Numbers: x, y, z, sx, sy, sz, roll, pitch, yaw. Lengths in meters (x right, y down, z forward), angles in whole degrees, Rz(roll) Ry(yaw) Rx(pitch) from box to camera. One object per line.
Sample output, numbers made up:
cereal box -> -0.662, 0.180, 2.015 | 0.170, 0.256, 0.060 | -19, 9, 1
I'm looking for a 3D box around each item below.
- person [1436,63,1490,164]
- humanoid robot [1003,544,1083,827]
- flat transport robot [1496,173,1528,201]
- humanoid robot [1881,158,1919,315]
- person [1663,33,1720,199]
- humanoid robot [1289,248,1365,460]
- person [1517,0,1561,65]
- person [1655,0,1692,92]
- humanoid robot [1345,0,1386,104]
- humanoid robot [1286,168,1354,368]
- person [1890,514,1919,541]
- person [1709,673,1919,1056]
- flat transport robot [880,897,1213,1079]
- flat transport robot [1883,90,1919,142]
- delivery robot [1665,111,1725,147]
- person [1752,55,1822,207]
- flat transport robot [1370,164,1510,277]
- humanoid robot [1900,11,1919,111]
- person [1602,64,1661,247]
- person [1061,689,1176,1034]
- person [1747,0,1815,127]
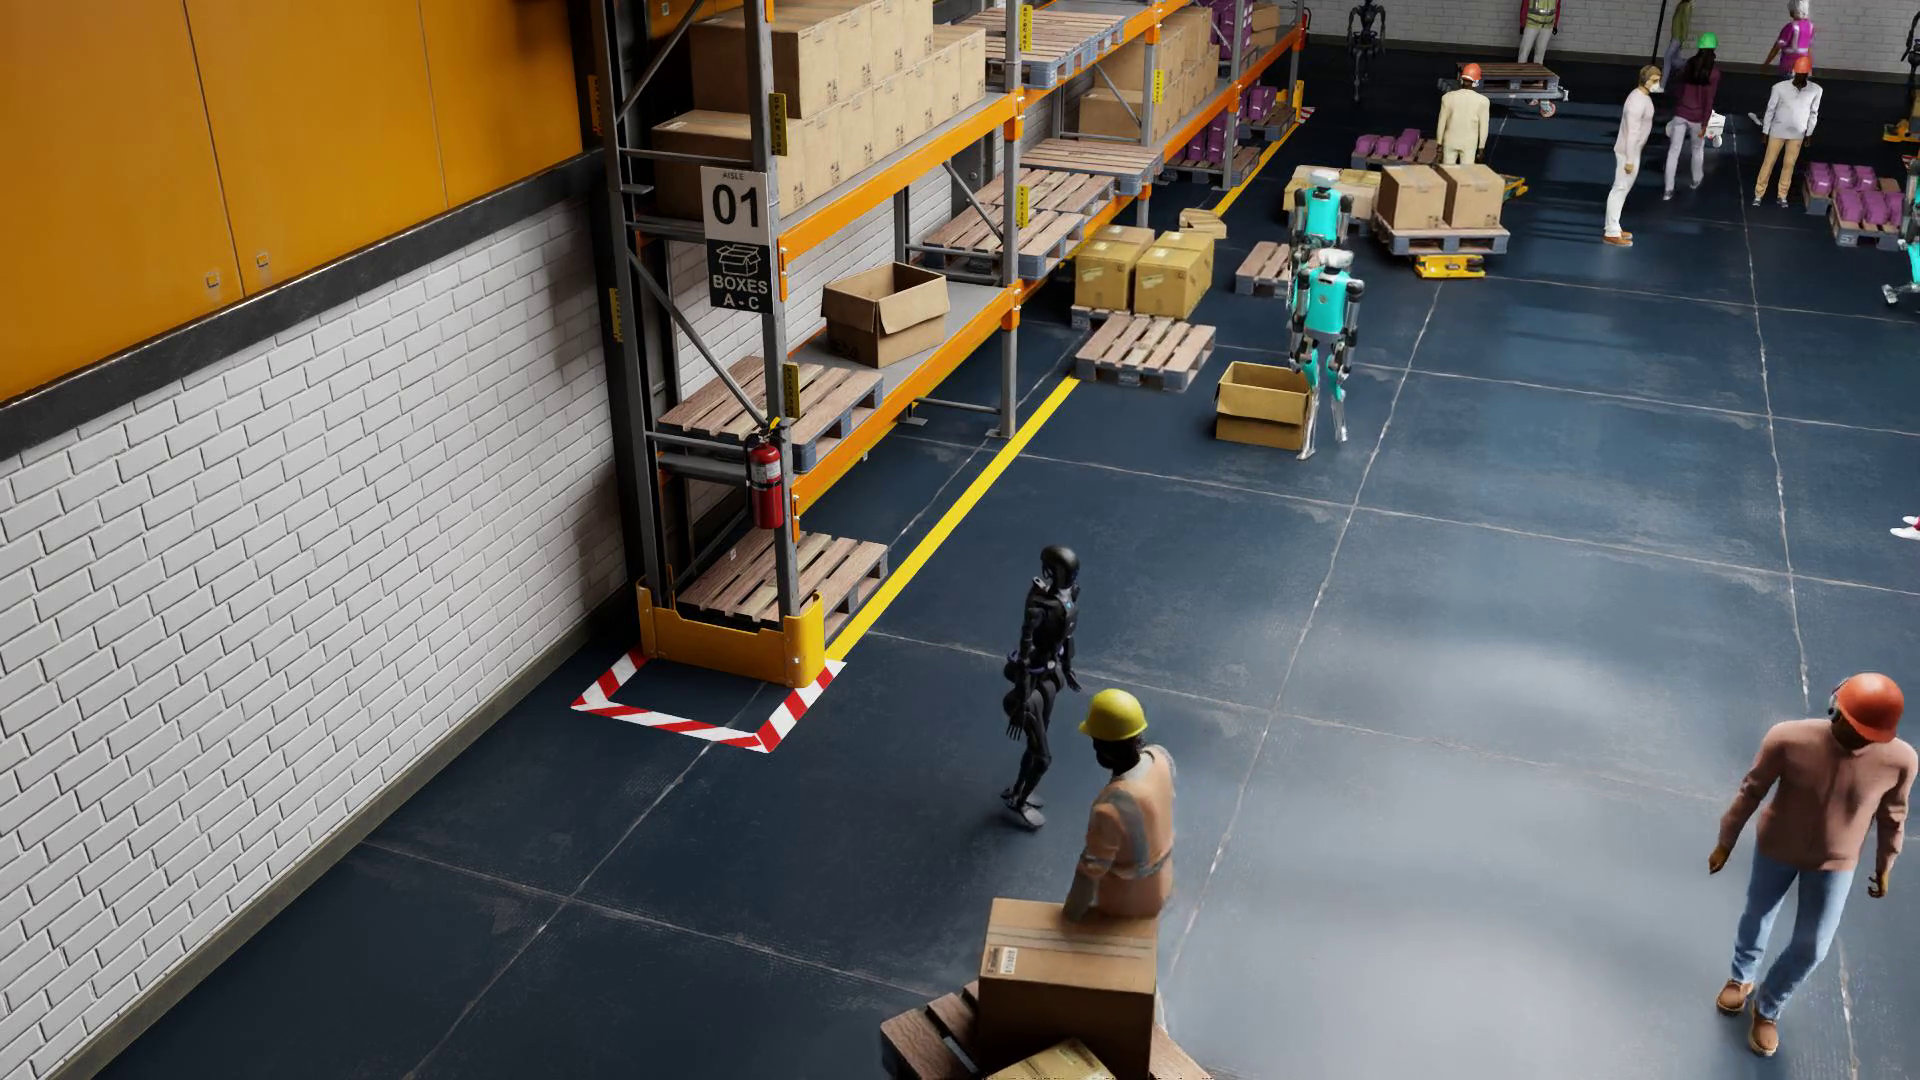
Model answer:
person -> 5.702, -4.528, 18.912 | 0.573, 1.749, 0.333 | 15, 31, 26
humanoid robot -> 0.412, 0.746, 8.780 | 0.393, 1.650, 0.592 | 16, 31, 28
flat transport robot -> 6.150, -4.135, 19.772 | 0.659, 0.231, 1.431 | 21, 34, 35
humanoid robot -> 9.224, -2.878, 15.746 | 0.537, 1.717, 1.056 | -1, 27, -1
person -> 8.742, -5.070, 19.817 | 0.488, 1.889, 1.035 | 18, 32, 30
humanoid robot -> 2.951, -1.459, 13.059 | 0.556, 1.850, 0.838 | 18, 32, 31
person -> 8.746, -7.772, 25.118 | 0.621, 1.838, 0.429 | -3, 27, -6
person -> 10.744, -7.481, 24.791 | 0.654, 1.611, 0.500 | 5, 28, 10
humanoid robot -> 5.917, -7.173, 24.152 | 0.593, 1.636, 0.694 | -1, 27, -2
humanoid robot -> 3.038, -2.317, 14.692 | 0.532, 1.775, 1.004 | 15, 31, 27
person -> 6.970, -0.765, 11.754 | 0.287, 1.628, 0.500 | 22, 35, 36
person -> 3.666, 1.379, 7.238 | 0.725, 1.947, 0.666 | 12, 29, 21
flat transport robot -> 0.342, 2.465, 6.969 | 1.431, 0.231, 0.659 | -16, 31, -28
flat transport robot -> 13.182, -5.423, 22.270 | 1.431, 0.231, 0.659 | 13, 30, 24
delivery robot -> 9.875, -5.577, 22.260 | 0.499, 0.598, 0.802 | -6, 28, -11
person -> 9.633, -4.749, 19.342 | 0.571, 1.749, 0.342 | 7, 28, 13
flat transport robot -> 5.074, -3.097, 17.758 | 0.659, 0.231, 1.431 | -1, 27, -1
humanoid robot -> 13.854, -7.014, 23.861 | 0.597, 1.629, 0.759 | 20, 33, 33
person -> 7.280, -4.176, 18.035 | 0.377, 1.937, 0.627 | 11, 29, 20
person -> 0.615, 1.471, 7.124 | 0.831, 1.885, 0.610 | 14, 30, 25
person -> 11.180, -6.426, 22.543 | 0.549, 1.787, 0.971 | -14, 30, -25
